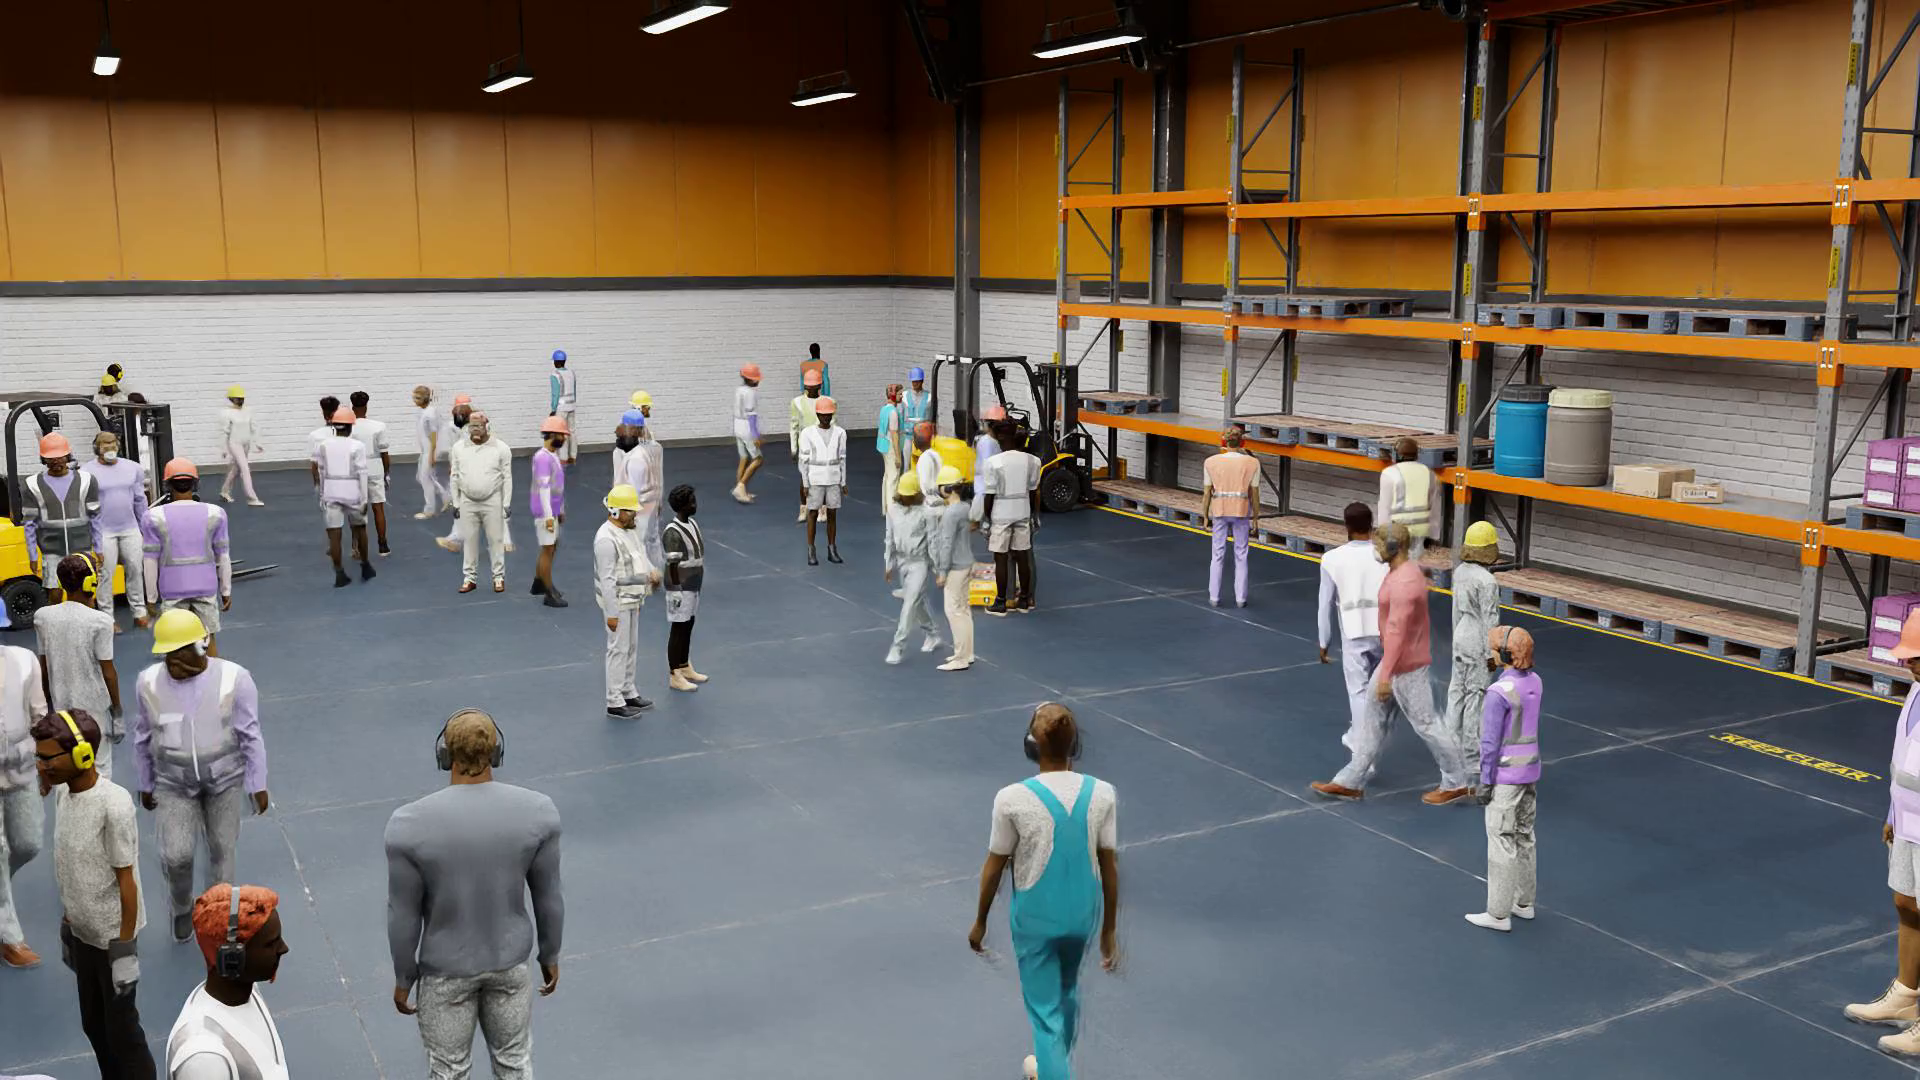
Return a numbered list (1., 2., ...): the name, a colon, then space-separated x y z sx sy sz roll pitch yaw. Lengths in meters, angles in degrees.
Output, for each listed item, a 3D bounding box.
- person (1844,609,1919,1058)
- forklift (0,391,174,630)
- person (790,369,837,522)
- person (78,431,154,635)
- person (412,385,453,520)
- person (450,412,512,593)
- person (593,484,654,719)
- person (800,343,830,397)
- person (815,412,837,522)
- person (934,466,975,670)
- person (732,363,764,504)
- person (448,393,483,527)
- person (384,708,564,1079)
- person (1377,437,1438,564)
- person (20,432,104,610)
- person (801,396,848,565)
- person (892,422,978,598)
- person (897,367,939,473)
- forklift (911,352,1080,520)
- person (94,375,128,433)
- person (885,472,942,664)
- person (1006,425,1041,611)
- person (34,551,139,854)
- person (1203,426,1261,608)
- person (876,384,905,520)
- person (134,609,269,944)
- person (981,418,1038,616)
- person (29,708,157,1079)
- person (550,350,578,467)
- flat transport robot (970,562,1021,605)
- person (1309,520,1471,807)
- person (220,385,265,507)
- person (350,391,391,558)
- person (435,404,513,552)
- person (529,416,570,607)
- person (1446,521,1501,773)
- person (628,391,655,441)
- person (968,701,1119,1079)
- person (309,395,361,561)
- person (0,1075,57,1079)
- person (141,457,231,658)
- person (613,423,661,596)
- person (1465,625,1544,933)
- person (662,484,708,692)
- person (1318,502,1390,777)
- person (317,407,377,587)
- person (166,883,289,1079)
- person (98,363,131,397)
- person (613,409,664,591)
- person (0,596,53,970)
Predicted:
1. person: 4.296 1.296 7.427 0.390 2.034 0.605 1 10 5
2. forklift: -9.026 -0.363 16.508 1.214 2.155 2.313 6 11 29
3. person: -1.935 -1.239 21.995 0.614 2.038 0.396 0 10 -2
4. person: -7.940 -0.071 15.613 0.367 1.926 0.637 9 13 41
5. person: -7.051 -1.170 22.218 0.487 1.819 0.557 -6 11 -30
6. person: -5.038 -0.390 17.493 0.636 1.911 0.406 -1 10 -4
7. person: -2.597 0.470 12.804 0.403 1.820 0.603 1 10 5
8. person: -2.638 -2.630 30.348 0.592 1.922 0.392 5 11 25
9. person: -1.796 -1.054 22.125 0.331 1.630 0.532 6 12 31
10. person: -0.058 0.239 14.308 0.354 1.758 0.541 2 10 14
11. person: -3.022 -1.514 23.659 0.463 2.014 0.711 -4 10 -20
12. person: -6.420 -1.027 21.603 0.330 1.751 0.564 6 12 33
13. person: -1.782 1.570 6.167 0.636 1.928 0.386 -5 11 -27
14. person: 4.282 -0.063 15.864 0.655 1.822 0.557 -4 11 -22
15. person: -7.791 0.073 14.487 0.605 2.035 0.421 -6 12 -31
16. person: -1.547 -0.678 19.060 0.543 1.939 0.371 -4 11 -20
17. person: -0.265 -0.296 17.104 0.829 1.846 0.598 1 10 4
18. person: -0.607 -1.488 23.694 0.614 1.947 0.388 0 10 2
19. forklift: 0.460 -1.461 22.833 2.313 2.155 1.214 -5 11 -28
20. person: -12.820 -1.641 25.196 0.479 1.733 0.340 -3 10 -15
21. person: -0.404 0.220 14.644 0.496 1.676 0.896 6 12 32
22. person: 0.573 -0.224 16.647 0.507 1.872 0.329 -4 11 -23
23. person: -5.097 0.994 9.672 0.510 1.861 0.324 1 10 8
24. person: 2.728 -0.222 16.735 0.562 1.836 0.387 2 10 11
25. person: -0.903 -1.150 22.043 0.382 1.845 0.571 -3 10 -15
26. person: -3.870 1.220 8.505 0.614 1.807 0.414 -4 11 -21
27. person: 0.480 -0.227 16.395 0.604 1.961 0.364 -5 11 -29
28. person: -3.351 1.556 6.454 0.526 1.857 0.343 7 12 36
29. person: -6.630 -2.197 27.774 0.389 1.949 0.603 4 11 24
30. flat transport robot: 0.332 0.443 17.400 0.652 0.197 1.431 1 10 5
31. person: 2.841 0.811 10.702 1.029 1.881 0.646 2 10 9
32. person: -10.242 -1.348 23.561 0.933 1.717 0.521 4 11 22
33. person: -6.986 -0.768 19.500 0.603 1.966 0.368 -3 10 -19
34. person: -5.816 -0.725 19.819 0.980 1.768 0.642 1 10 4
35. person: -4.183 -0.284 16.812 0.515 1.937 0.776 0 10 1
36. person: 3.571 0.734 11.492 0.293 1.745 0.487 -2 10 -13
37. person: -4.051 -0.981 21.109 0.404 1.829 0.600 -3 10 -15
38. person: 0.316 1.532 6.718 0.539 1.811 0.863 -4 11 -24
39. person: -7.177 -0.704 19.212 0.596 1.936 0.799 -6 12 -32
40. person: -2.350 1.968 3.940 0.406 1.902 0.638 2 10 9
41. person: -5.912 0.376 12.736 0.613 2.033 0.411 -7 12 -34
42. person: -3.384 -0.309 17.248 0.444 1.823 0.644 -2 10 -14
43. person: 2.912 1.256 8.818 0.316 1.629 0.509 9 13 42
44. person: -2.257 0.382 13.648 0.315 1.696 0.541 2 10 9
45. person: 2.825 0.681 11.541 0.633 1.851 1.013 -1 10 -3
46. person: -6.638 -0.478 18.000 0.559 1.901 0.801 -1 10 -3
47. person: -1.990 1.861 4.622 0.359 1.880 0.575 -2 10 -14
48. person: -12.961 -1.776 25.612 0.534 1.859 0.309 -1 10 -6
49. person: -3.374 -0.402 17.438 0.384 1.950 0.602 9 14 43
50. person: -4.940 1.173 8.440 0.758 1.925 0.619 6 12 33
